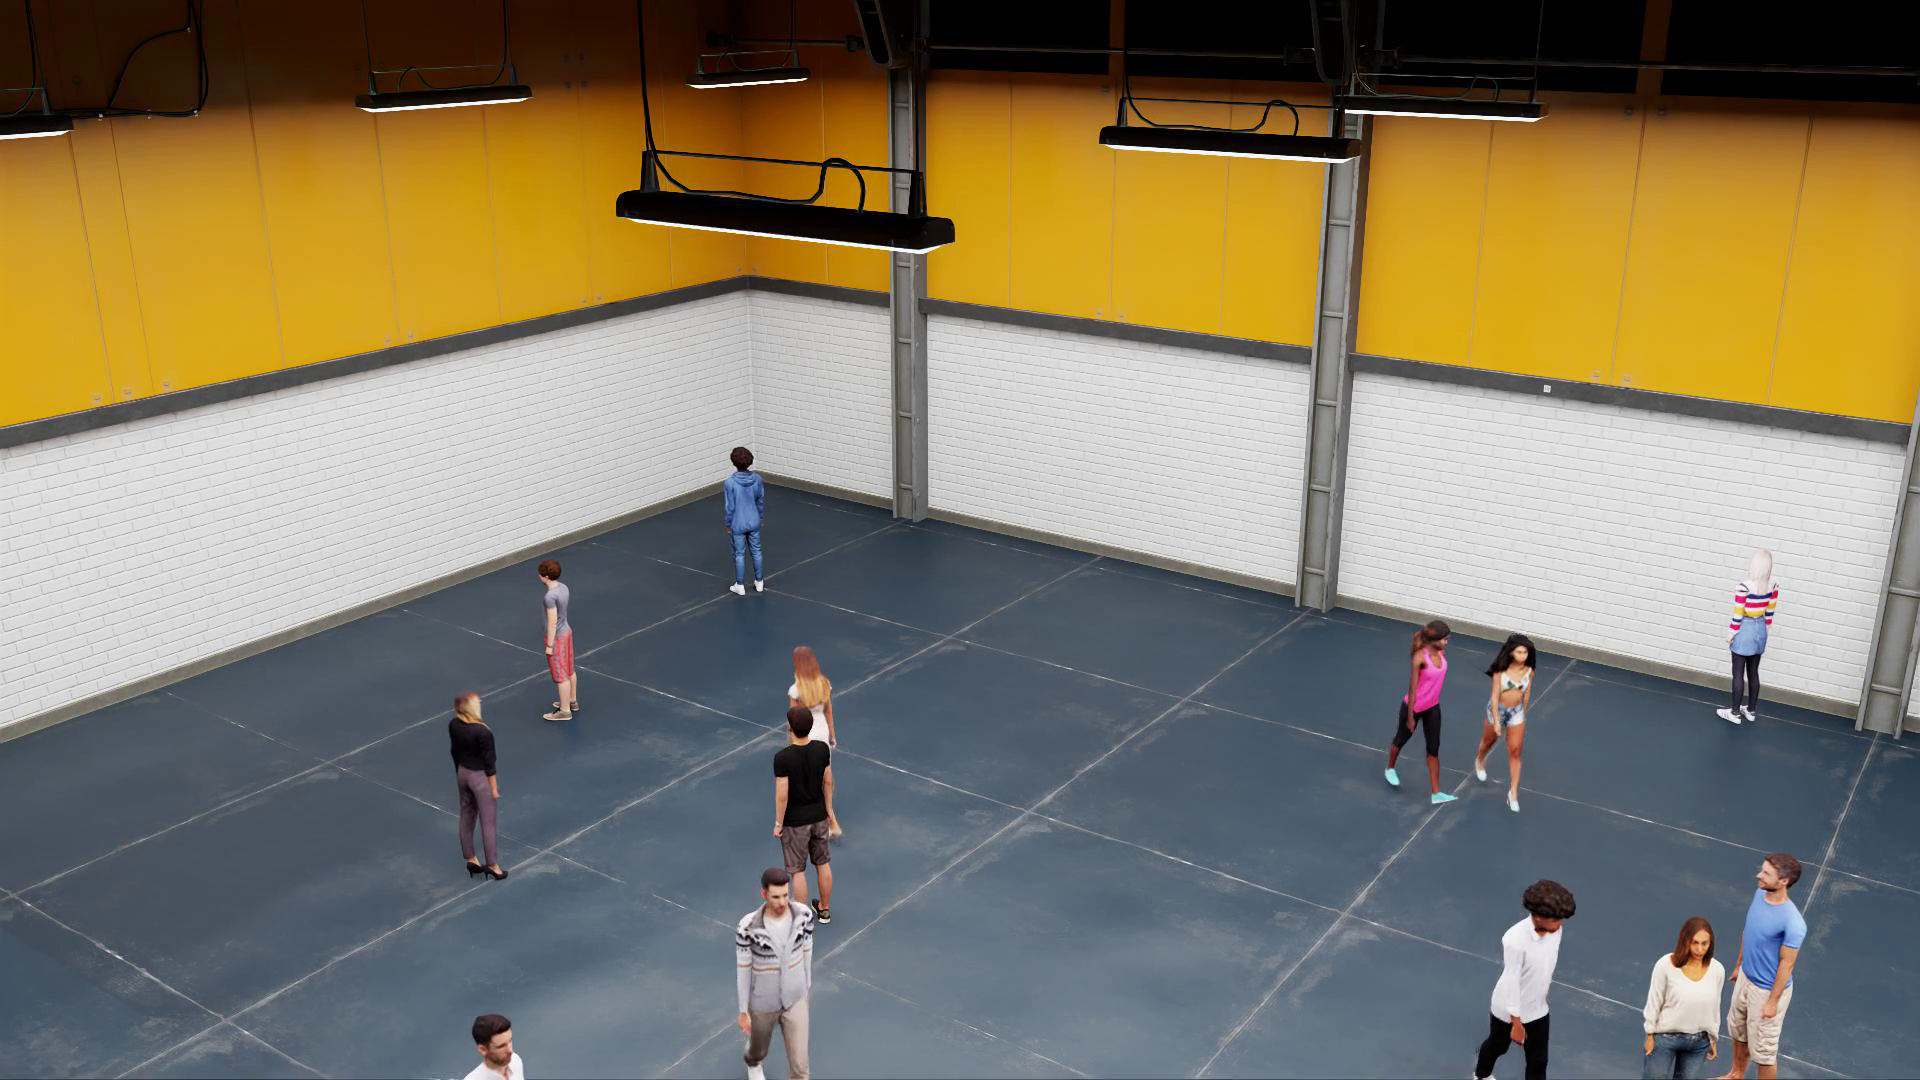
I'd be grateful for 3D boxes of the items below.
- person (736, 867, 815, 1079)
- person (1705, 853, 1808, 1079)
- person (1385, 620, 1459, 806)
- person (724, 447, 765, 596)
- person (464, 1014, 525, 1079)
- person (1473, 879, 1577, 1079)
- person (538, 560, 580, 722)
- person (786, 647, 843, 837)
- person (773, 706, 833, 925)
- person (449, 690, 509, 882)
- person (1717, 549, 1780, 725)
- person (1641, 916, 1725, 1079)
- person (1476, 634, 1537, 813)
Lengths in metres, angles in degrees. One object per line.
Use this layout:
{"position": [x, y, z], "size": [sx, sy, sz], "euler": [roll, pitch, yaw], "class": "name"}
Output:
{"position": [-1.206, 2.892, 10.653], "size": [1.113, 1.836, 1.285], "euler": [-7, 20, -20], "class": "person"}
{"position": [5.188, 2.850, 10.735], "size": [0.780, 1.863, 0.741], "euler": [-1, 19, -4], "class": "person"}
{"position": [4.104, 1.512, 15.023], "size": [0.997, 1.663, 1.191], "euler": [-7, 20, -21], "class": "person"}
{"position": [-2.592, -0.240, 19.994], "size": [0.759, 1.810, 0.729], "euler": [-10, 21, -28], "class": "person"}
{"position": [-2.629, 3.407, 9.143], "size": [1.193, 1.825, 0.605], "euler": [12, 22, 32], "class": "person"}
{"position": [3.532, 2.925, 10.677], "size": [0.995, 1.759, 1.186], "euler": [-9, 21, -26], "class": "person"}
{"position": [-4.011, 0.984, 16.612], "size": [0.668, 1.650, 0.670], "euler": [2, 19, 7], "class": "person"}
{"position": [-1.240, 1.768, 14.291], "size": [0.790, 1.644, 1.197], "euler": [-15, 23, -37], "class": "person"}
{"position": [-1.201, 2.143, 12.837], "size": [0.752, 1.861, 0.720], "euler": [-13, 22, -33], "class": "person"}
{"position": [-3.954, 2.000, 13.561], "size": [0.481, 1.672, 0.661], "euler": [11, 21, 29], "class": "person"}
{"position": [7.838, 0.940, 16.494], "size": [0.715, 1.808, 0.747], "euler": [-5, 19, -15], "class": "person"}
{"position": [4.464, 3.083, 10.328], "size": [0.653, 1.683, 0.760], "euler": [1, 19, 3], "class": "person"}
{"position": [4.861, 1.577, 14.953], "size": [1.029, 1.585, 1.001], "euler": [-1, 19, -2], "class": "person"}
